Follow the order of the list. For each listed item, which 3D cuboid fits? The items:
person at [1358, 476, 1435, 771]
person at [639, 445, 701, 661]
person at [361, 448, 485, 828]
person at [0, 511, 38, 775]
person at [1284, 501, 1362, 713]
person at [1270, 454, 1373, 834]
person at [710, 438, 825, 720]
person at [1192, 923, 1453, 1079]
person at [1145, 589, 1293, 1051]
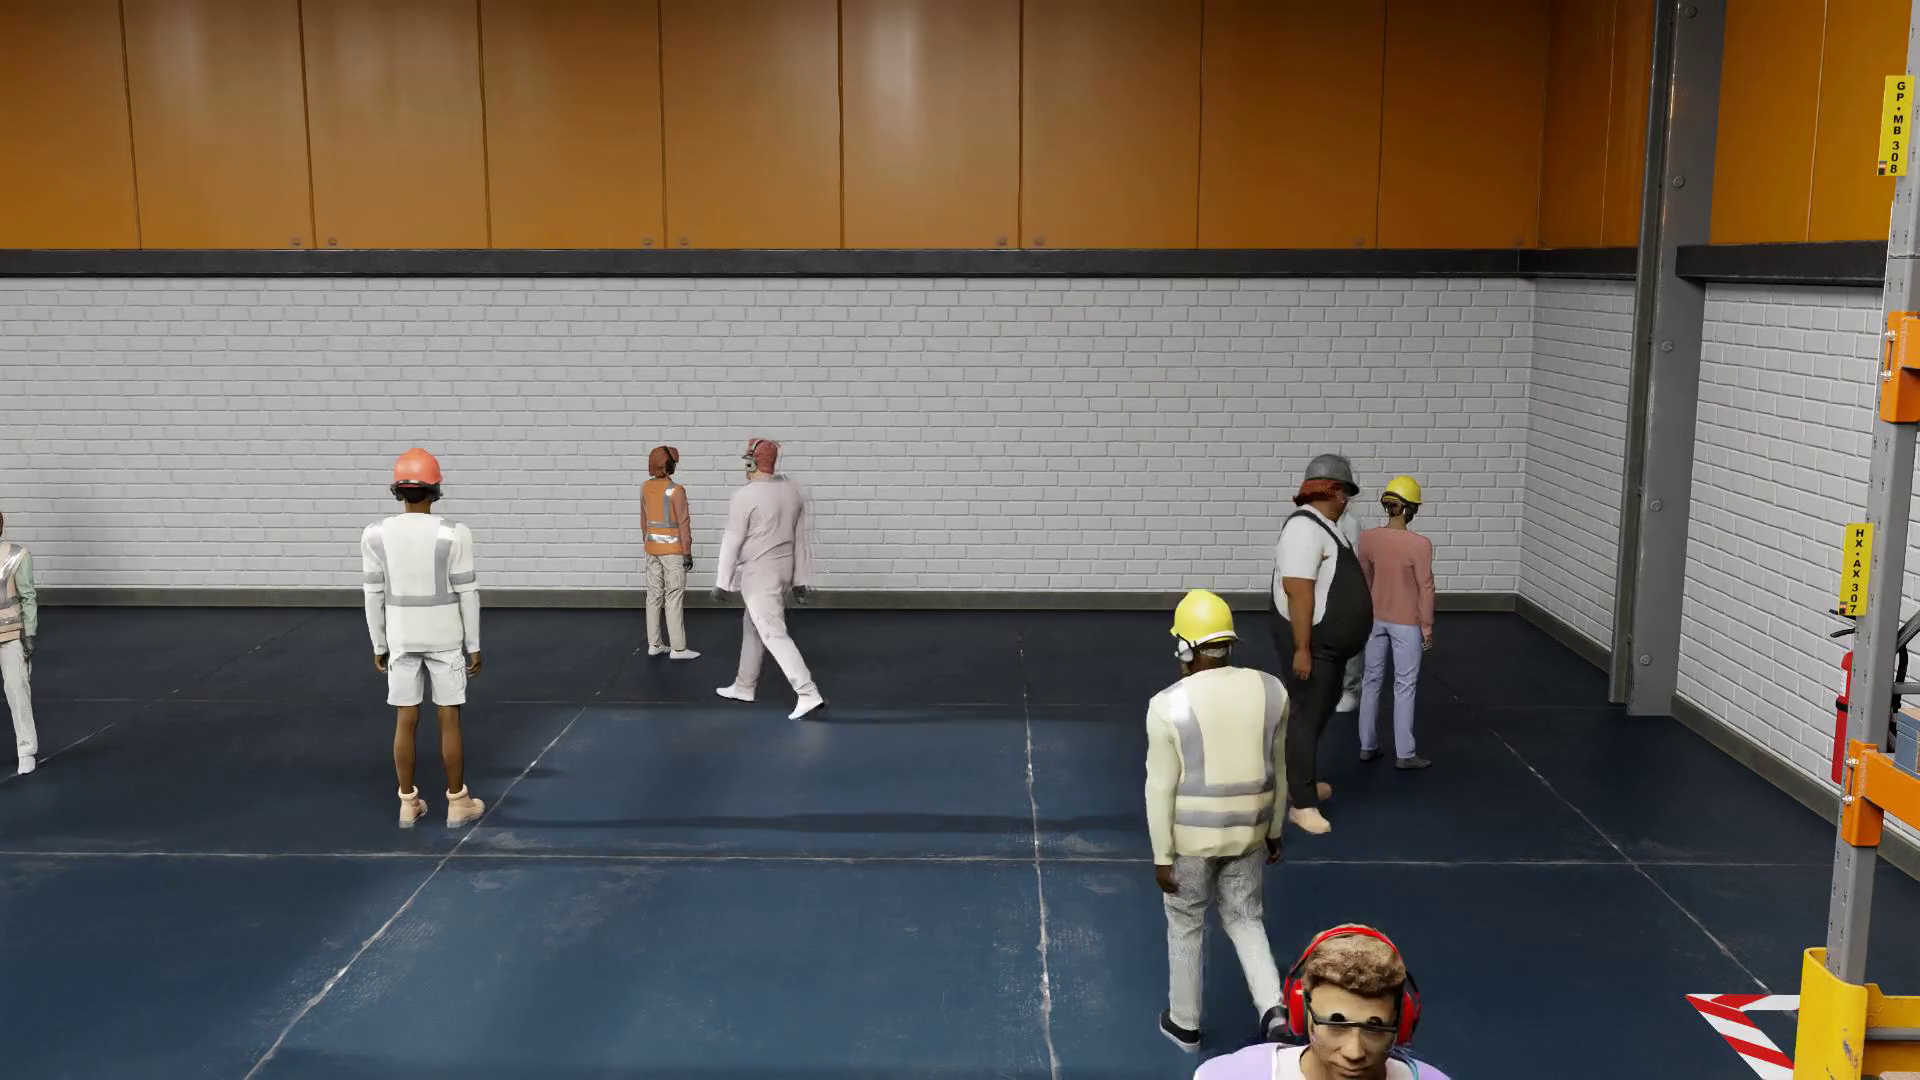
[{"bbox_3d":[2.610,0.493,9.953,0.323,1.764,0.523,-8,13,-41],"label":"person"},{"bbox_3d":[-2.234,0.099,12.669,0.514,1.643,0.307,8,12,38],"label":"person"},{"bbox_3d":[-2.850,0.538,8.885,0.612,2.049,0.434,0,9,2],"label":"person"},{"bbox_3d":[-5.704,0.579,9.798,0.514,1.644,0.307,-2,10,-12],"label":"person"},{"bbox_3d":[2.397,0.350,10.985,0.902,1.694,0.507,-9,13,-44],"label":"person"},{"bbox_3d":[1.955,0.519,8.967,0.536,2.000,0.763,4,10,25],"label":"person"},{"bbox_3d":[-1.268,0.250,11.126,1.005,1.863,0.639,5,11,27],"label":"person"},{"bbox_3d":[0.684,1.593,3.146,0.610,1.829,0.451,0,9,3],"label":"person"},{"bbox_3d":[0.980,1.096,6.180,0.597,1.814,0.671,-3,10,-17],"label":"person"}]
